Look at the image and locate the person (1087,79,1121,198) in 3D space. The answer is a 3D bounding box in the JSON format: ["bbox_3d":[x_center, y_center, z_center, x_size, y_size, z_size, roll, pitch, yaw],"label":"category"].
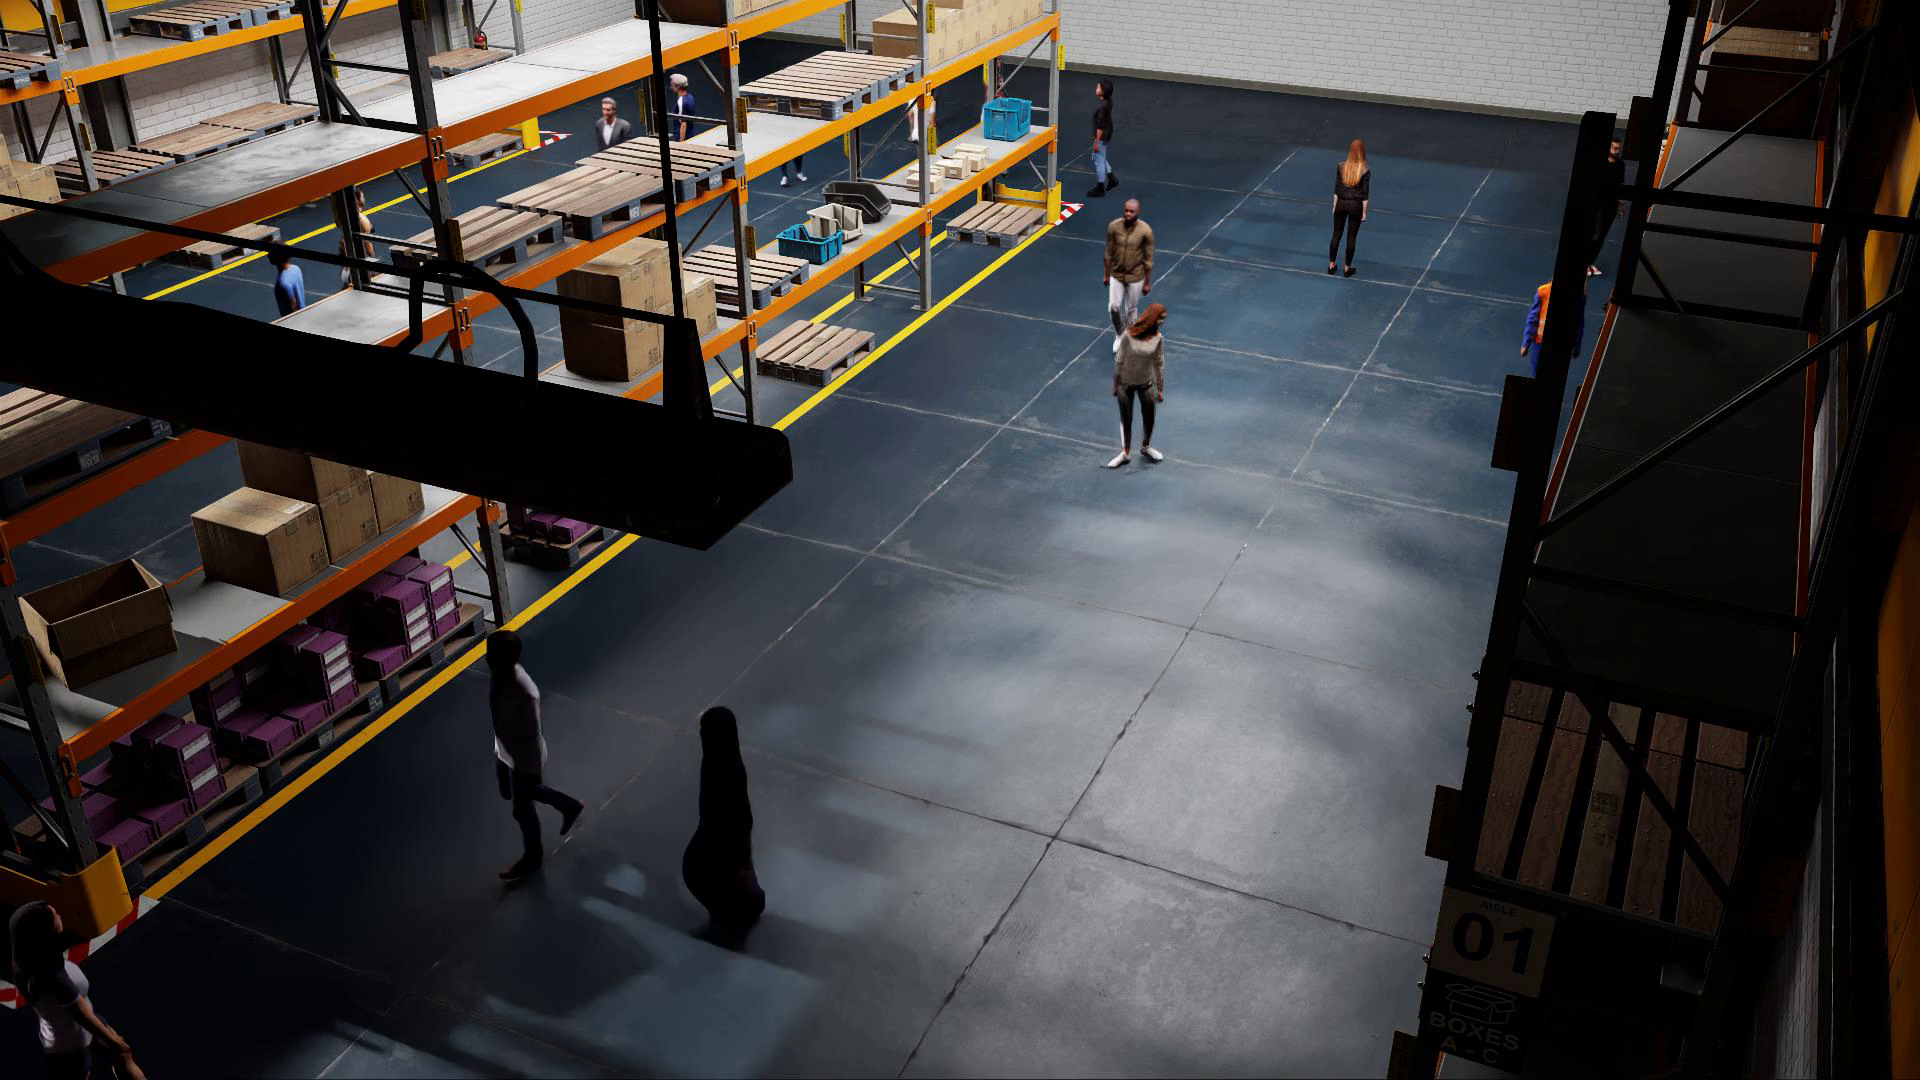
[{"bbox_3d":[2.119,-5.740,23.835,0.714,1.685,0.673,7,29,13],"label":"person"}]

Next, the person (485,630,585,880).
[{"bbox_3d":[-2.757,1.332,10.711,1.050,1.839,0.941,-19,34,-31],"label":"person"}]

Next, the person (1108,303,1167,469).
[{"bbox_3d":[1.669,-1.500,16.072,0.793,1.677,0.757,8,30,14],"label":"person"}]

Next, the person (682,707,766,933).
[{"bbox_3d":[-1.371,1.701,10.274,0.858,1.609,0.809,-6,29,-11],"label":"person"}]

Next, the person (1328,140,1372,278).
[{"bbox_3d":[4.894,-4.183,20.956,0.611,1.709,0.561,16,32,27],"label":"person"}]

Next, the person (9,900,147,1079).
[{"bbox_3d":[-4.643,2.616,8.545,1.203,1.660,0.890,-25,37,-38],"label":"person"}]

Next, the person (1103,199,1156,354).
[{"bbox_3d":[1.890,-2.961,18.605,0.773,1.816,0.671,9,30,16],"label":"person"}]

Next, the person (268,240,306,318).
[{"bbox_3d":[-6.814,-2.195,17.153,0.795,1.862,0.681,-3,29,-6],"label":"person"}]

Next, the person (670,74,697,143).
[{"bbox_3d":[-3.894,-5.697,23.603,0.771,1.832,0.632,1,29,2],"label":"person"}]

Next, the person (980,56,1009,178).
[{"bbox_3d":[0.408,-6.324,24.845,1.127,1.744,0.905,-25,37,-38],"label":"person"}]

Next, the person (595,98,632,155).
[{"bbox_3d":[-4.622,-5.048,22.415,0.774,1.832,0.717,9,30,17],"label":"person"}]

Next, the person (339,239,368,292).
[{"bbox_3d":[-6.526,-2.547,18.120,0.653,1.554,0.619,-21,35,-34],"label":"person"}]

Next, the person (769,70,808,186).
[{"bbox_3d":[-2.556,-6.037,24.371,0.806,1.693,0.848,-10,30,-18],"label":"person"}]

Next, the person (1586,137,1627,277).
[{"bbox_3d":[8.073,-4.227,20.997,0.753,1.747,0.814,-10,30,-17],"label":"person"}]
